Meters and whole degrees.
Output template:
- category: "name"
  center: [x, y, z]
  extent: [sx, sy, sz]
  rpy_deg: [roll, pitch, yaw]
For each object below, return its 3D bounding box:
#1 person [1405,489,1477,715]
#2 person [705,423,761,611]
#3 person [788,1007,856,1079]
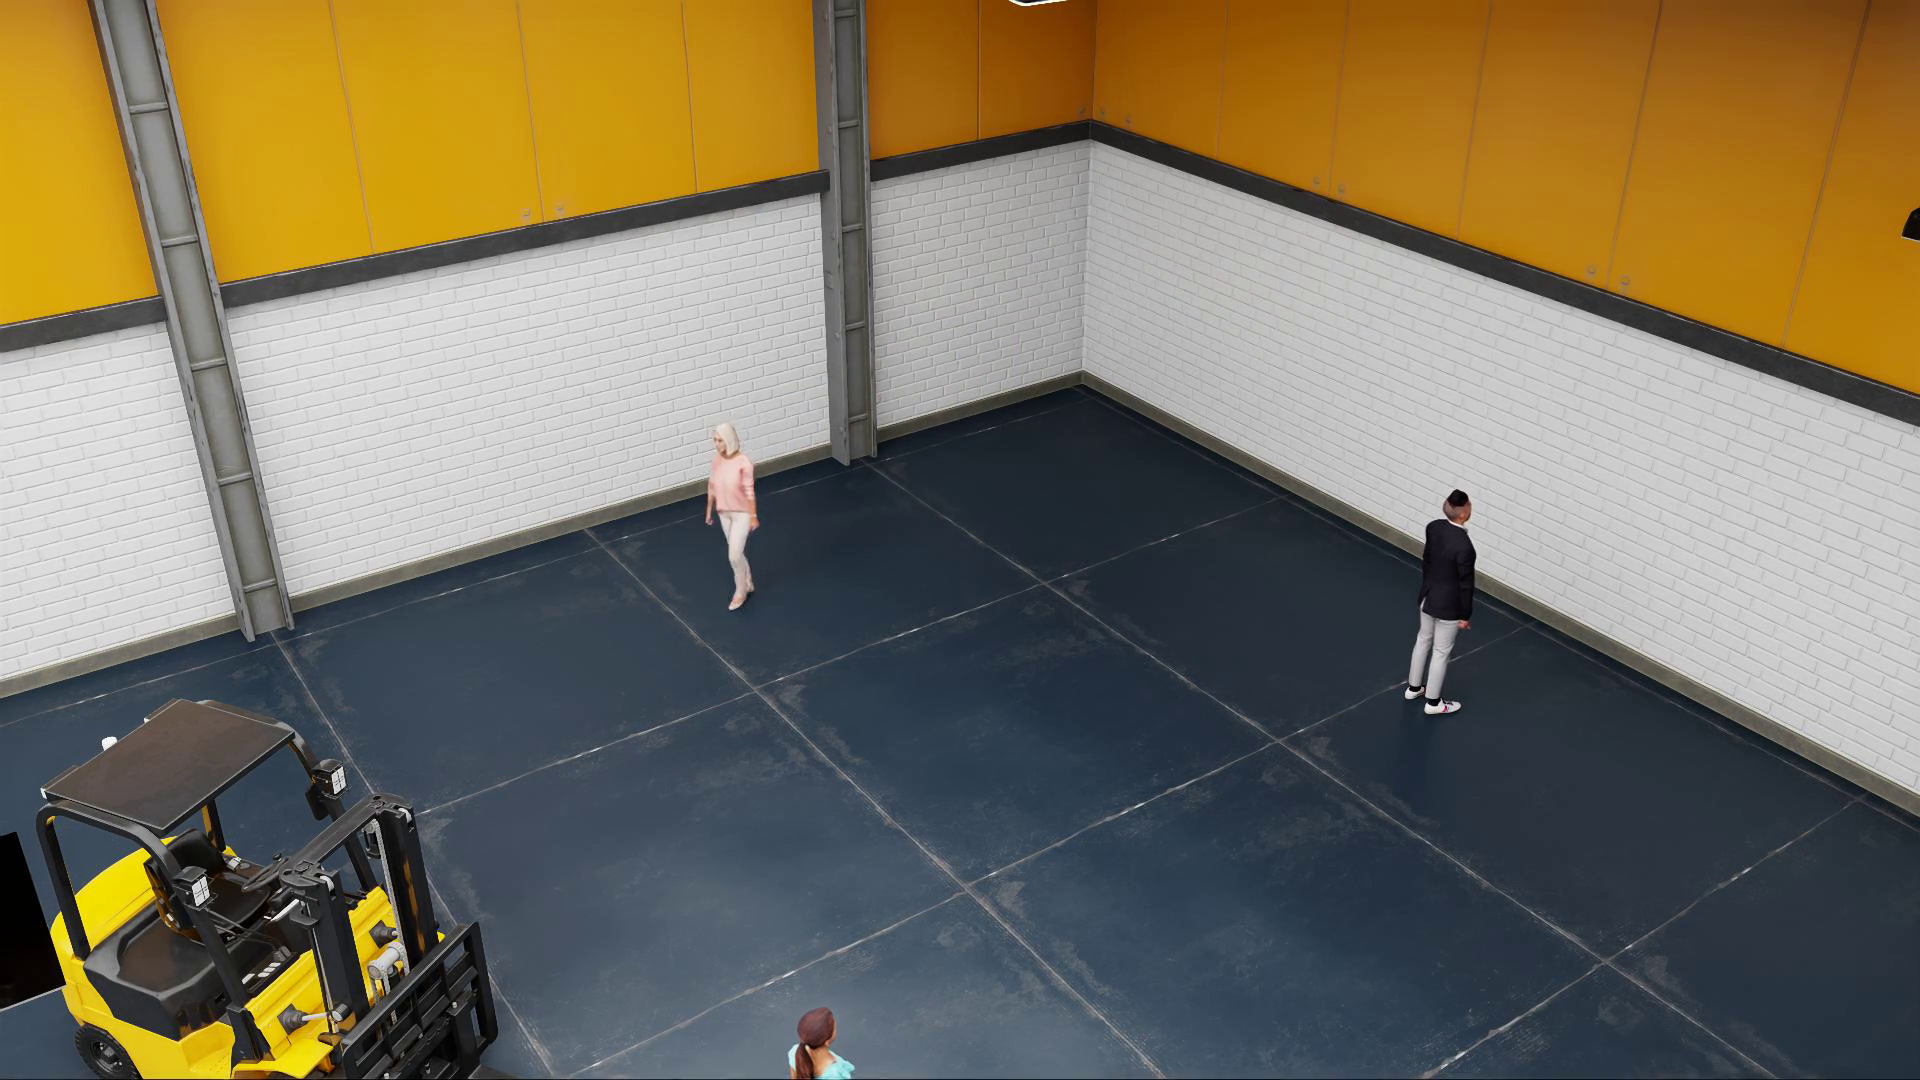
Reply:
- category: "person"
  center: [3.776, 0.452, 13.004]
  extent: [0.666, 1.945, 0.753]
  rpy_deg: [-11, 31, -20]
- category: "person"
  center: [-1.917, -0.269, 14.567]
  extent: [0.742, 1.714, 0.793]
  rpy_deg: [17, 33, 28]
- category: "person"
  center: [-0.708, 3.041, 8.662]
  extent: [0.617, 1.557, 0.633]
  rpy_deg: [19, 34, 31]
